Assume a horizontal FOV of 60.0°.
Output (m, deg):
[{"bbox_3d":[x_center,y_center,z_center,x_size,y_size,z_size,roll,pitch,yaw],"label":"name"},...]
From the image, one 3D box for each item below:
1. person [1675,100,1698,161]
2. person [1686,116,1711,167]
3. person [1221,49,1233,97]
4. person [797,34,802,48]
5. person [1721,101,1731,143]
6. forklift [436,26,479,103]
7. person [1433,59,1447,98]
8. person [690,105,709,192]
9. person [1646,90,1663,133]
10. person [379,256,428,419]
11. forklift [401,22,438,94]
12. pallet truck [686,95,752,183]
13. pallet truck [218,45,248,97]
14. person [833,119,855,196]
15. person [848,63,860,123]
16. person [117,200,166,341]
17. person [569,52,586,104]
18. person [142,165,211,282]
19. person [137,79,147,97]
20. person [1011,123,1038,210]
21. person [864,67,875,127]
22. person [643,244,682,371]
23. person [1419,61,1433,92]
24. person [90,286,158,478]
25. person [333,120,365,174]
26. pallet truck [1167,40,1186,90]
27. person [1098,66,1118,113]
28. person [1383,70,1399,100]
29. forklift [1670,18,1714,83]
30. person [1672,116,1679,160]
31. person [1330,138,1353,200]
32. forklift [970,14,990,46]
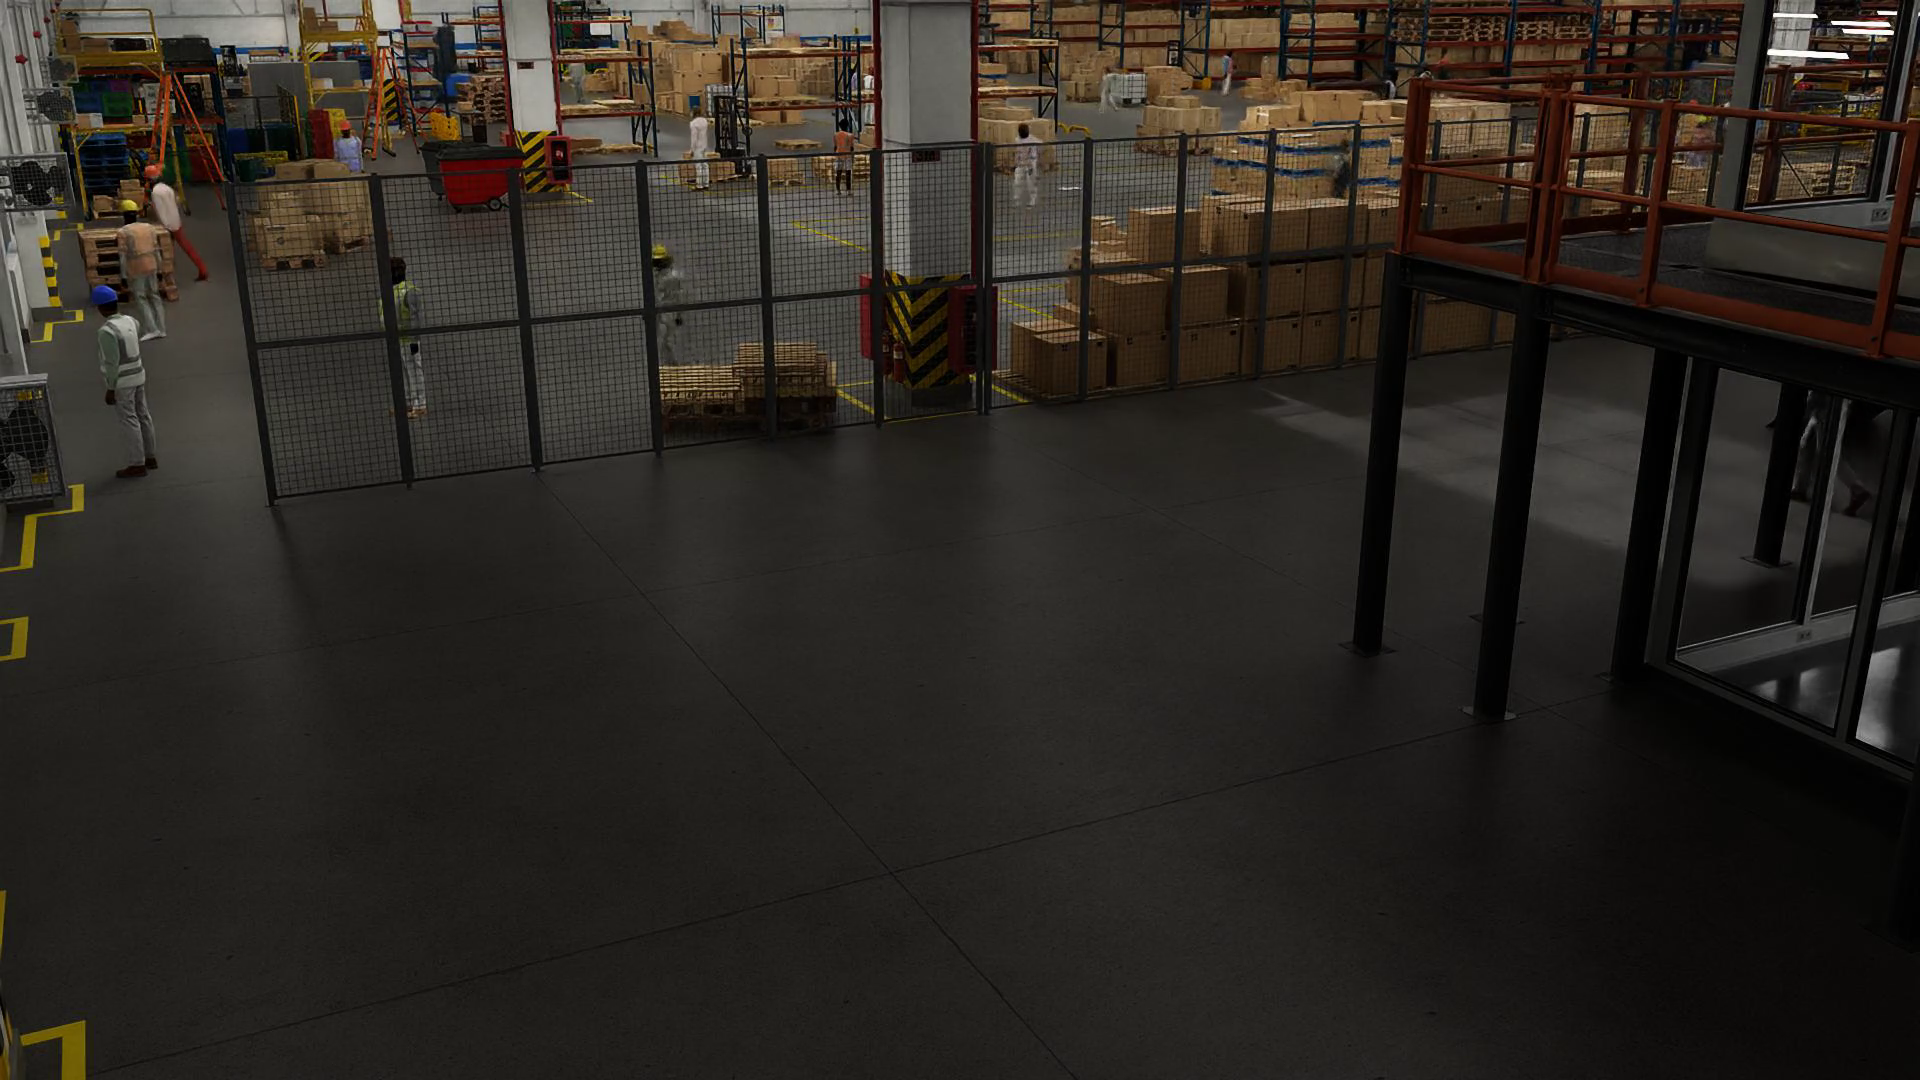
[{"bbox_3d":[17.559,-9.640,40.116,0.563,1.899,0.983,6,20,18],"label":"person"},{"bbox_3d":[16.695,-8.754,37.754,0.484,1.748,0.555,-11,22,-29],"label":"person"},{"bbox_3d":[10.599,-18.524,65.987,0.454,1.816,0.667,4,19,12],"label":"person"},{"bbox_3d":[-7.490,-22.872,78.466,0.980,1.885,0.575,-5,20,-14],"label":"person"},{"bbox_3d":[20.281,-10.862,43.664,0.585,1.873,1.005,-9,21,-24],"label":"person"},{"bbox_3d":[-19.085,-17.782,62.216,1.873,2.768,1.129,1,19,3],"label":"forklift"},{"bbox_3d":[16.230,-15.313,56.466,1.005,1.939,0.649,0,19,0],"label":"person"},{"bbox_3d":[-5.969,-8.945,38.024,0.370,1.938,0.630,7,20,20],"label":"person"},{"bbox_3d":[19.914,-12.079,47.627,0.502,1.593,0.839,1,19,3],"label":"person"},{"bbox_3d":[-6.339,-2.300,18.908,0.622,1.844,0.429,17,25,40],"label":"person"},{"bbox_3d":[-21.656,-19.175,66.256,1.129,2.768,1.873,-1,19,-2],"label":"forklift"},{"bbox_3d":[-5.836,-9.608,39.856,0.823,1.965,1.885,10,22,27],"label":"pallet truck"},{"bbox_3d":[-28.879,-18.665,66.111,0.823,1.965,1.885,-3,19,-9],"label":"pallet truck"},{"bbox_3d":[-2.612,-8.622,37.465,0.534,1.694,0.321,9,21,24],"label":"person"},{"bbox_3d":[-3.499,-14.686,54.703,0.407,1.918,0.584,3,19,8],"label":"person"},{"bbox_3d":[-11.271,-3.714,22.904,0.494,1.911,0.611,11,22,28],"label":"person"},{"bbox_3d":[-14.348,-17.362,62.500,0.619,1.881,0.993,-5,20,-14],"label":"person"},{"bbox_3d":[-12.797,-5.086,26.883,1.151,1.923,0.649,2,19,5],"label":"person"},{"bbox_3d":[-25.177,-13.422,51.467,0.515,1.634,0.314,9,21,23],"label":"person"},{"bbox_3d":[1.340,-7.847,35.028,0.660,1.816,0.679,15,24,37],"label":"person"},{"bbox_3d":[-2.869,-14.269,53.560,0.355,1.876,0.574,-17,26,-41],"label":"person"},{"bbox_3d":[-3.656,-2.780,20.476,0.502,1.731,0.424,17,25,40],"label":"person"},{"bbox_3d":[14.991,-14.479,53.910,0.535,2.000,0.682,16,25,39],"label":"person"},{"bbox_3d":[-8.409,-1.592,16.710,0.403,1.937,0.604,0,19,1],"label":"person"},{"bbox_3d":[-12.619,-7.699,34.413,0.552,1.935,0.365,-8,21,-23],"label":"person"},{"bbox_3d":[9.045,-19.971,69.895,0.823,1.965,1.885,-3,19,-8],"label":"pallet truck"},{"bbox_3d":[5.228,-15.853,58.538,0.723,1.619,0.518,-15,24,-36],"label":"person"},{"bbox_3d":[13.430,-13.544,51.444,0.863,1.884,0.602,12,23,32],"label":"person"},{"bbox_3d":[31.564,-20.818,71.018,1.129,2.768,1.873,-10,21,-26],"label":"forklift"},{"bbox_3d":[15.729,-8.525,36.938,0.562,1.847,0.590,-14,24,-36],"label":"person"},{"bbox_3d":[7.397,-6.750,31.825,0.662,1.824,0.550,16,25,39],"label":"person"},{"bbox_3d":[0.932,-23.180,77.864,1.129,2.768,1.873,-9,21,-25],"label":"forklift"}]
